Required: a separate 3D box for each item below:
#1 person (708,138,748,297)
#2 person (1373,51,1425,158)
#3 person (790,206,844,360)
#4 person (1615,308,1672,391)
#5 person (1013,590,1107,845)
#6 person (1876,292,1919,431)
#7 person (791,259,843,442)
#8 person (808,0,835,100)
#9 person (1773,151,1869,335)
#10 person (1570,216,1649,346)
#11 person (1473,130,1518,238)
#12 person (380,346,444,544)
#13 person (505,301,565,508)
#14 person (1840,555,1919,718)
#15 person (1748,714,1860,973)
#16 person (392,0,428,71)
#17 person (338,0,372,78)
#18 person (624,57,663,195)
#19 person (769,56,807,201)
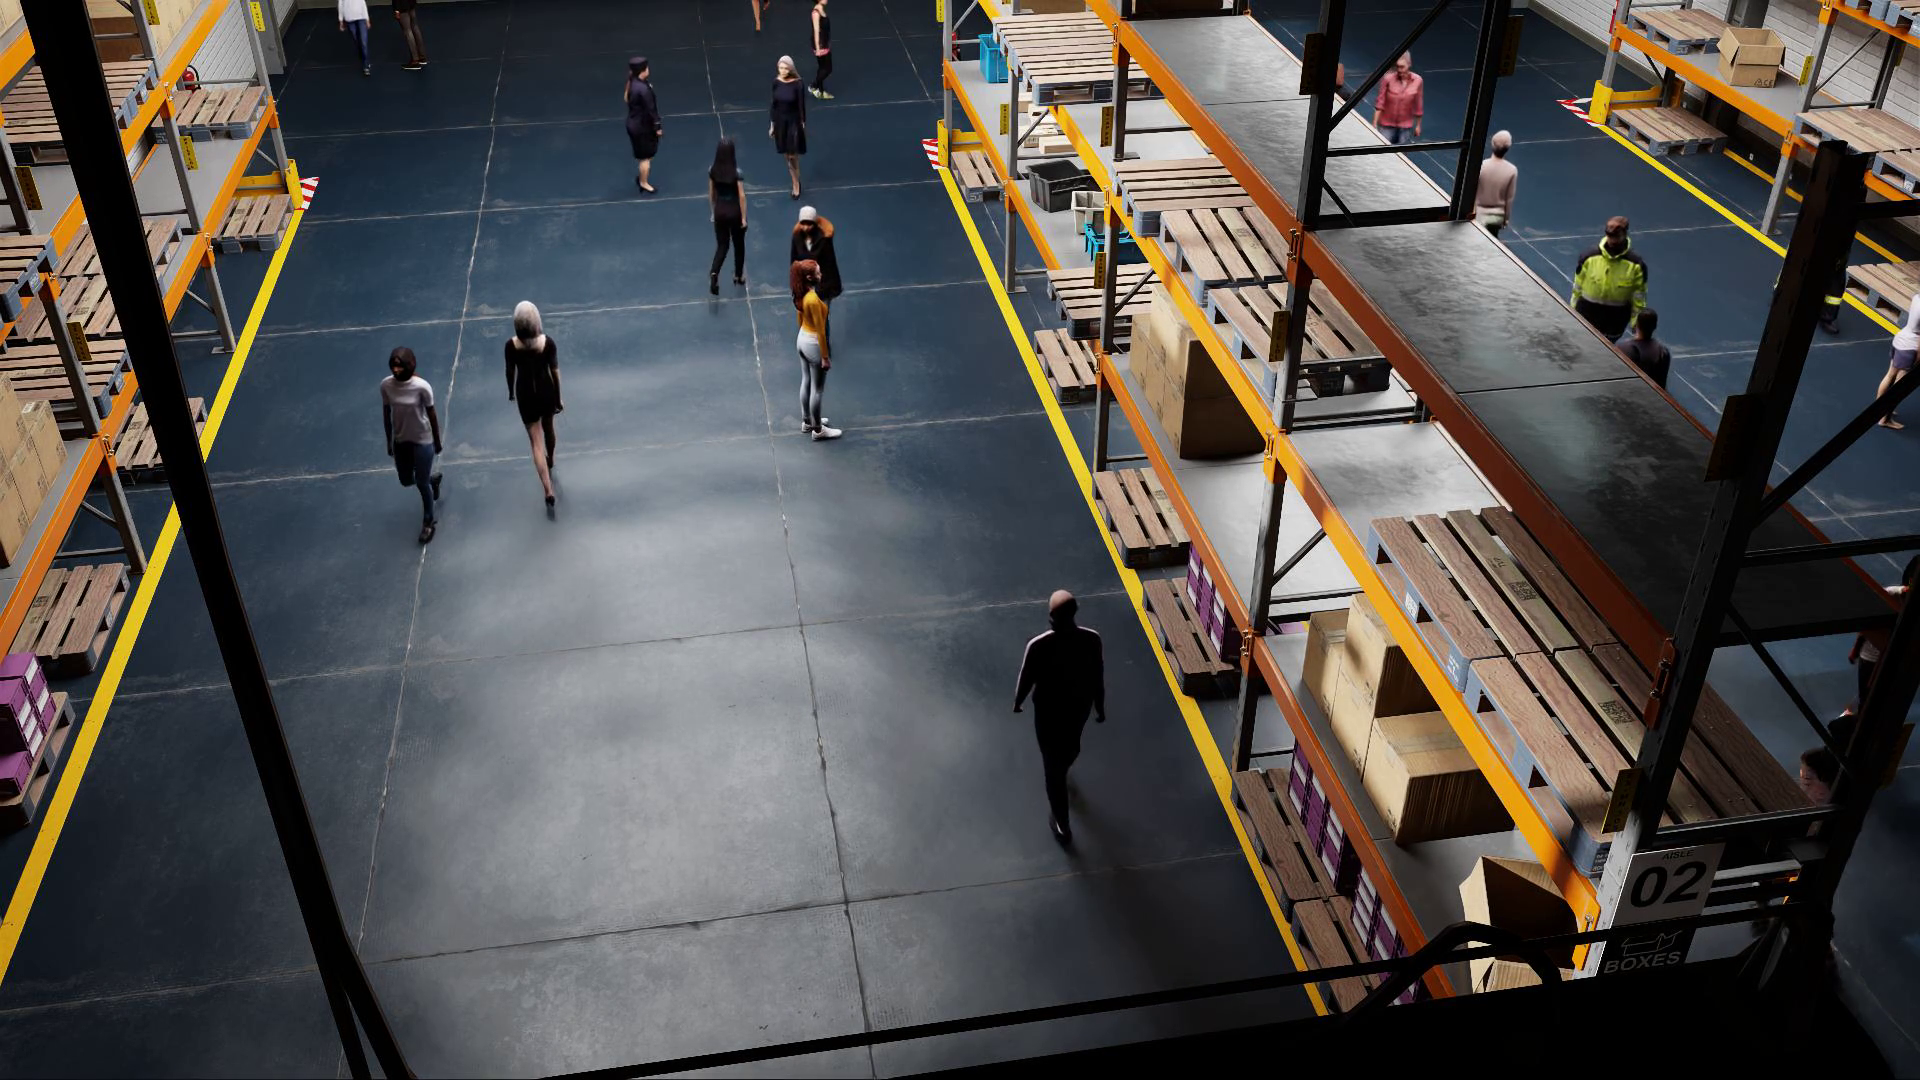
[{"bbox_3d":[-2.461,-3.352,17.512,0.827,1.712,1.075,8,34,12],"label":"person"},{"bbox_3d":[5.187,-4.979,19.869,0.826,1.812,0.837,0,34,0],"label":"person"},{"bbox_3d":[-1.386,-2.559,16.404,0.765,1.617,0.800,9,35,13],"label":"person"},{"bbox_3d":[5.661,-1.104,14.091,0.778,1.754,0.808,16,37,22],"label":"person"},{"bbox_3d":[0.686,1.179,10.617,0.770,1.798,1.075,-8,34,-12],"label":"person"},{"bbox_3d":[8.755,-1.788,15.291,0.692,1.565,0.561,5,34,7],"label":"person"},{"bbox_3d":[-1.335,-1.731,15.039,0.719,1.750,0.582,-17,37,-23],"label":"person"},{"bbox_3d":[-1.984,-6.817,22.876,0.675,1.545,0.582,2,34,3],"label":"person"},{"bbox_3d":[8.833,-3.079,16.992,0.726,1.833,1.052,-6,34,-9],"label":"person"},{"bbox_3d":[6.013,-2.143,15.497,1.190,1.928,1.389,8,34,12],"label":"person"},{"bbox_3d":[5.466,-3.297,17.298,0.802,1.856,0.965,2,34,2],"label":"person"},{"bbox_3d":[-4.489,-0.850,13.748,0.768,1.710,0.972,4,34,5],"label":"person"},{"bbox_3d":[-3.577,-1.119,14.091,0.750,1.780,1.233,-11,35,-17],"label":"person"},{"bbox_3d":[6.333,0.768,11.412,0.830,1.603,1.114,6,34,8],"label":"person"},{"bbox_3d":[5.105,1.808,9.811,0.659,1.643,0.903,-2,34,-3],"label":"person"},{"bbox_3d":[-8.014,-7.737,24.029,0.787,1.800,0.631,6,34,9],"label":"person"},{"bbox_3d":[-8.652,-7.483,23.893,0.610,1.527,0.985,0,34,0],"label":"person"},{"bbox_3d":[-3.871,-4.923,19.919,0.851,1.663,0.713,-17,37,-24],"label":"person"},{"bbox_3d":[-2.017,-4.949,19.893,0.759,1.735,0.817,11,35,17],"label":"person"}]
